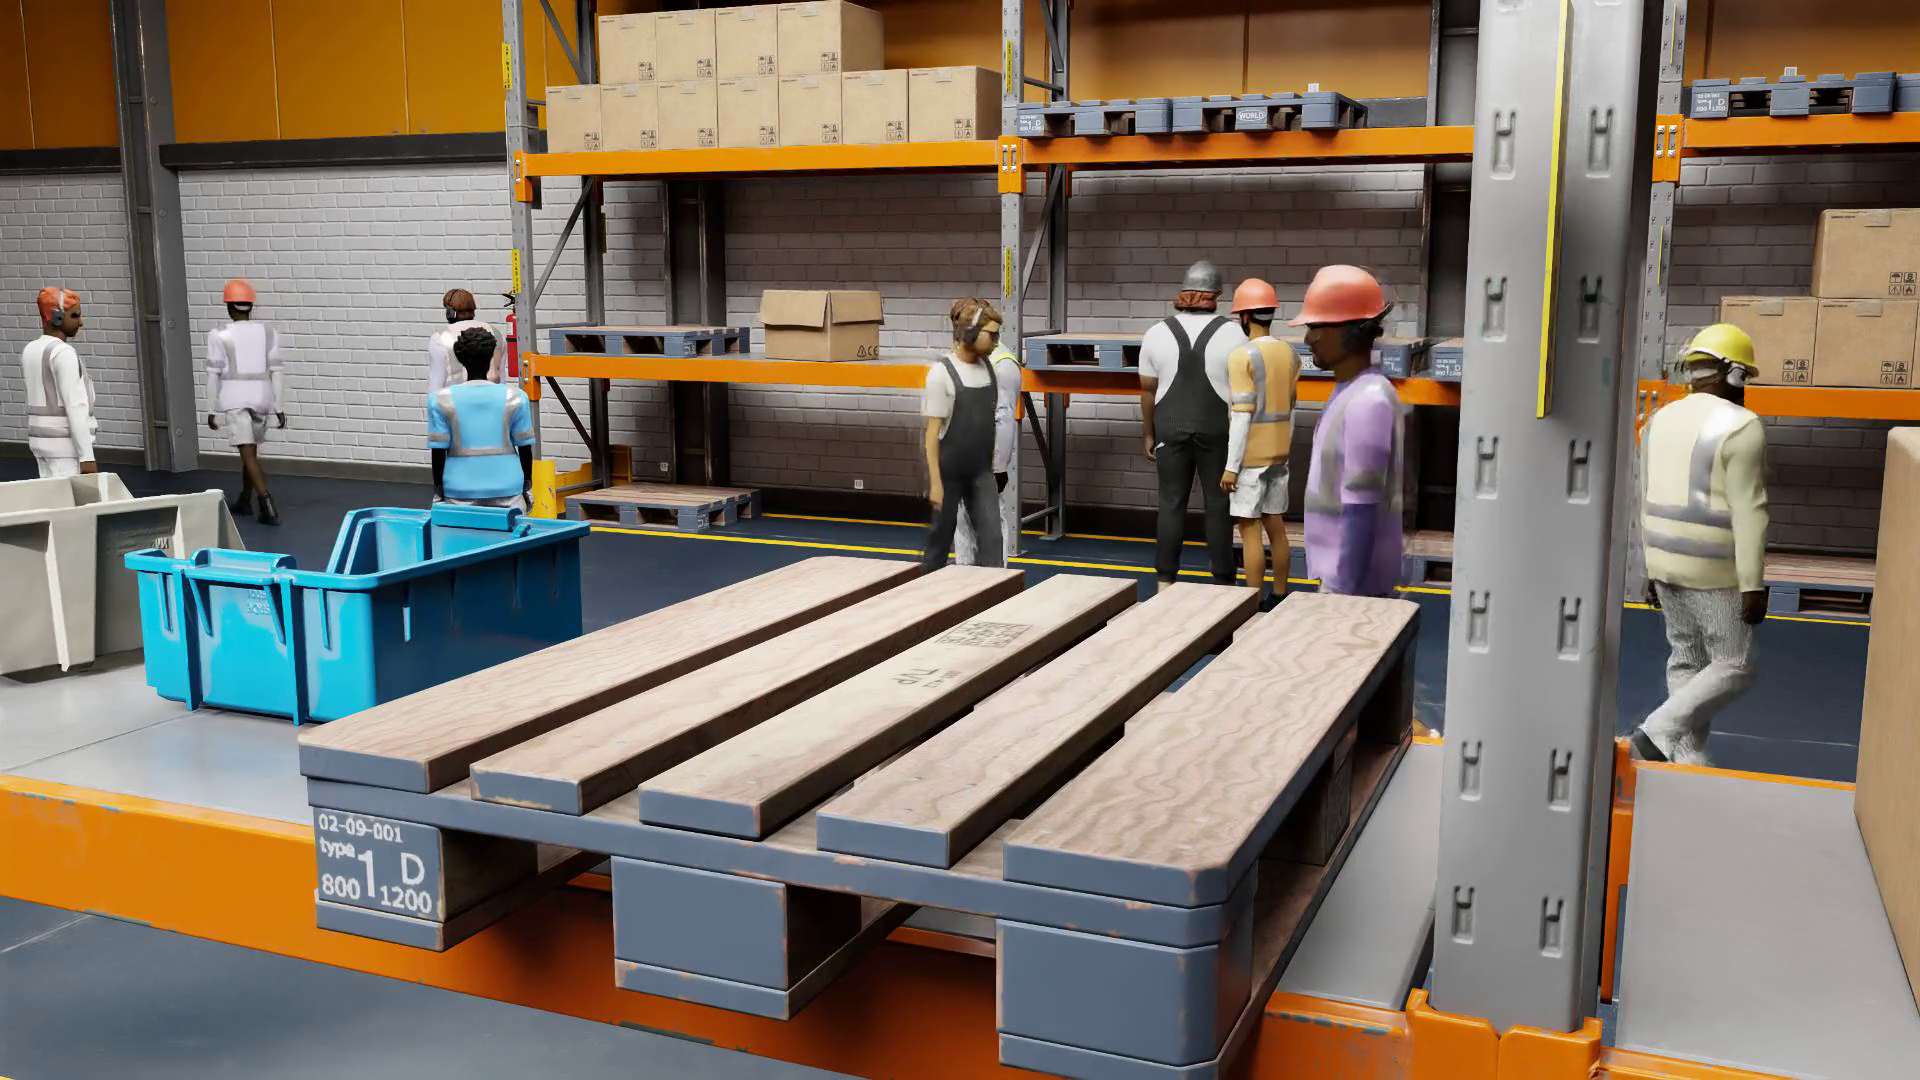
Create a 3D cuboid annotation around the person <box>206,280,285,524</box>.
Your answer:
[{"bbox_3d":[-5.581,-1.083,13.017,0.972,1.895,0.556,9,13,43],"label":"person"}]

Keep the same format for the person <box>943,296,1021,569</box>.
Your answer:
[{"bbox_3d":[0.078,-0.460,9.459,0.429,1.837,0.624,-6,11,-34],"label":"person"}]

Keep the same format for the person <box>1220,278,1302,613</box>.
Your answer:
[{"bbox_3d":[1.623,-0.464,9.165,0.549,1.933,0.373,-9,13,-42],"label":"person"}]

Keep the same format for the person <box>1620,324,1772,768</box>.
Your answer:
[{"bbox_3d":[2.708,0.110,6.142,0.566,1.794,0.649,-2,10,-12],"label":"person"}]

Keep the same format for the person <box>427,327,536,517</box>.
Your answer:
[{"bbox_3d":[-2.451,-0.244,8.554,0.540,1.697,0.317,-4,10,-21],"label":"person"}]

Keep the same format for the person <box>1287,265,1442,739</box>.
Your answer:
[{"bbox_3d":[1.386,0.098,5.580,0.696,2.022,0.611,1,10,8],"label":"person"}]

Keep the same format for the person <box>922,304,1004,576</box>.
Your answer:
[{"bbox_3d":[0.076,-0.319,8.709,0.591,1.789,0.912,-8,12,-39],"label":"person"}]

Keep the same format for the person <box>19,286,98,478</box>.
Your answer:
[{"bbox_3d":[-5.127,-0.502,9.540,0.573,1.886,0.354,8,12,38],"label":"person"}]

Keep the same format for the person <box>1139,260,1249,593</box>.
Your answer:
[{"bbox_3d":[1.444,-0.663,10.046,0.688,2.000,0.536,3,10,18],"label":"person"}]

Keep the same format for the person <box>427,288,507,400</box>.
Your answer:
[{"bbox_3d":[-3.622,-0.921,12.228,0.429,1.838,0.625,9,13,43],"label":"person"}]
